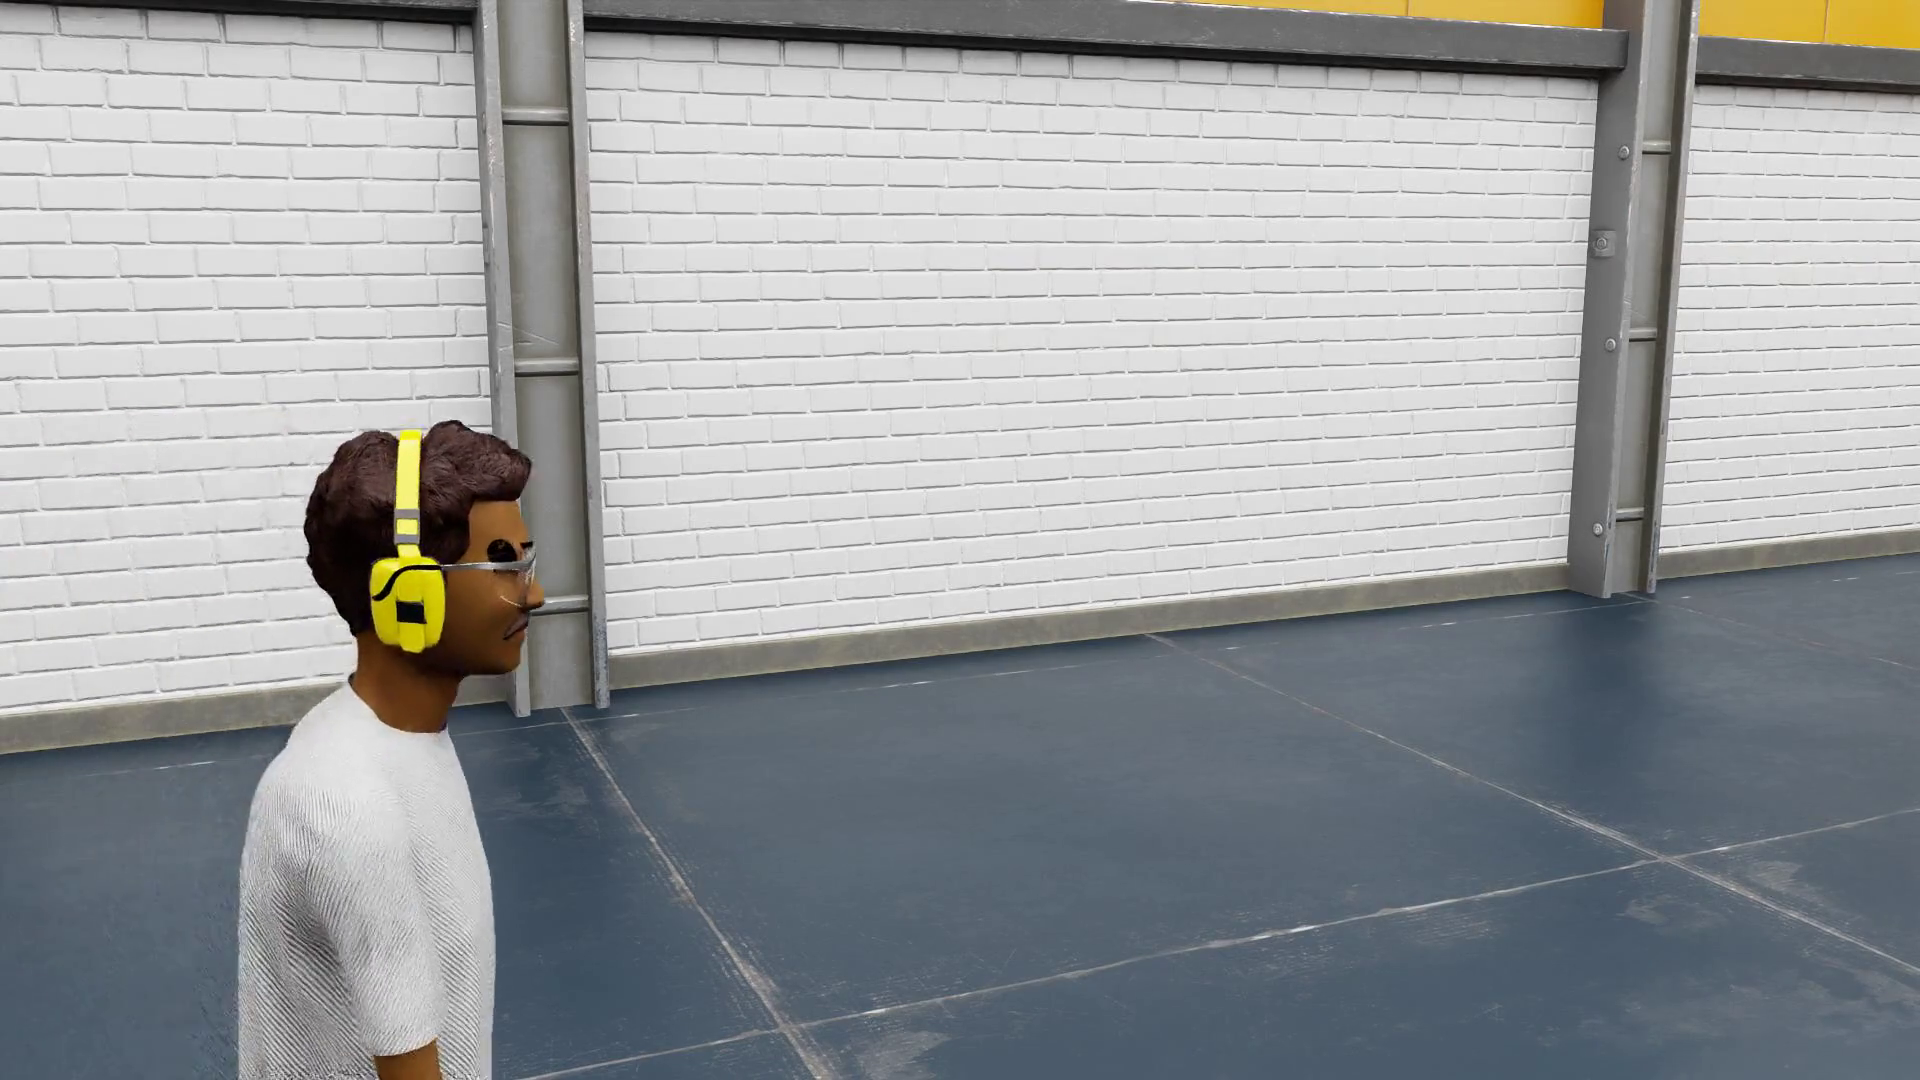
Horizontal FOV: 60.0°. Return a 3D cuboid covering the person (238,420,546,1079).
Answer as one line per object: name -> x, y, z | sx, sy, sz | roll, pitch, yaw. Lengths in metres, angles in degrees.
person -> -0.545, 0.788, 1.878 | 0.947, 1.813, 0.522 | -2, 10, -9
